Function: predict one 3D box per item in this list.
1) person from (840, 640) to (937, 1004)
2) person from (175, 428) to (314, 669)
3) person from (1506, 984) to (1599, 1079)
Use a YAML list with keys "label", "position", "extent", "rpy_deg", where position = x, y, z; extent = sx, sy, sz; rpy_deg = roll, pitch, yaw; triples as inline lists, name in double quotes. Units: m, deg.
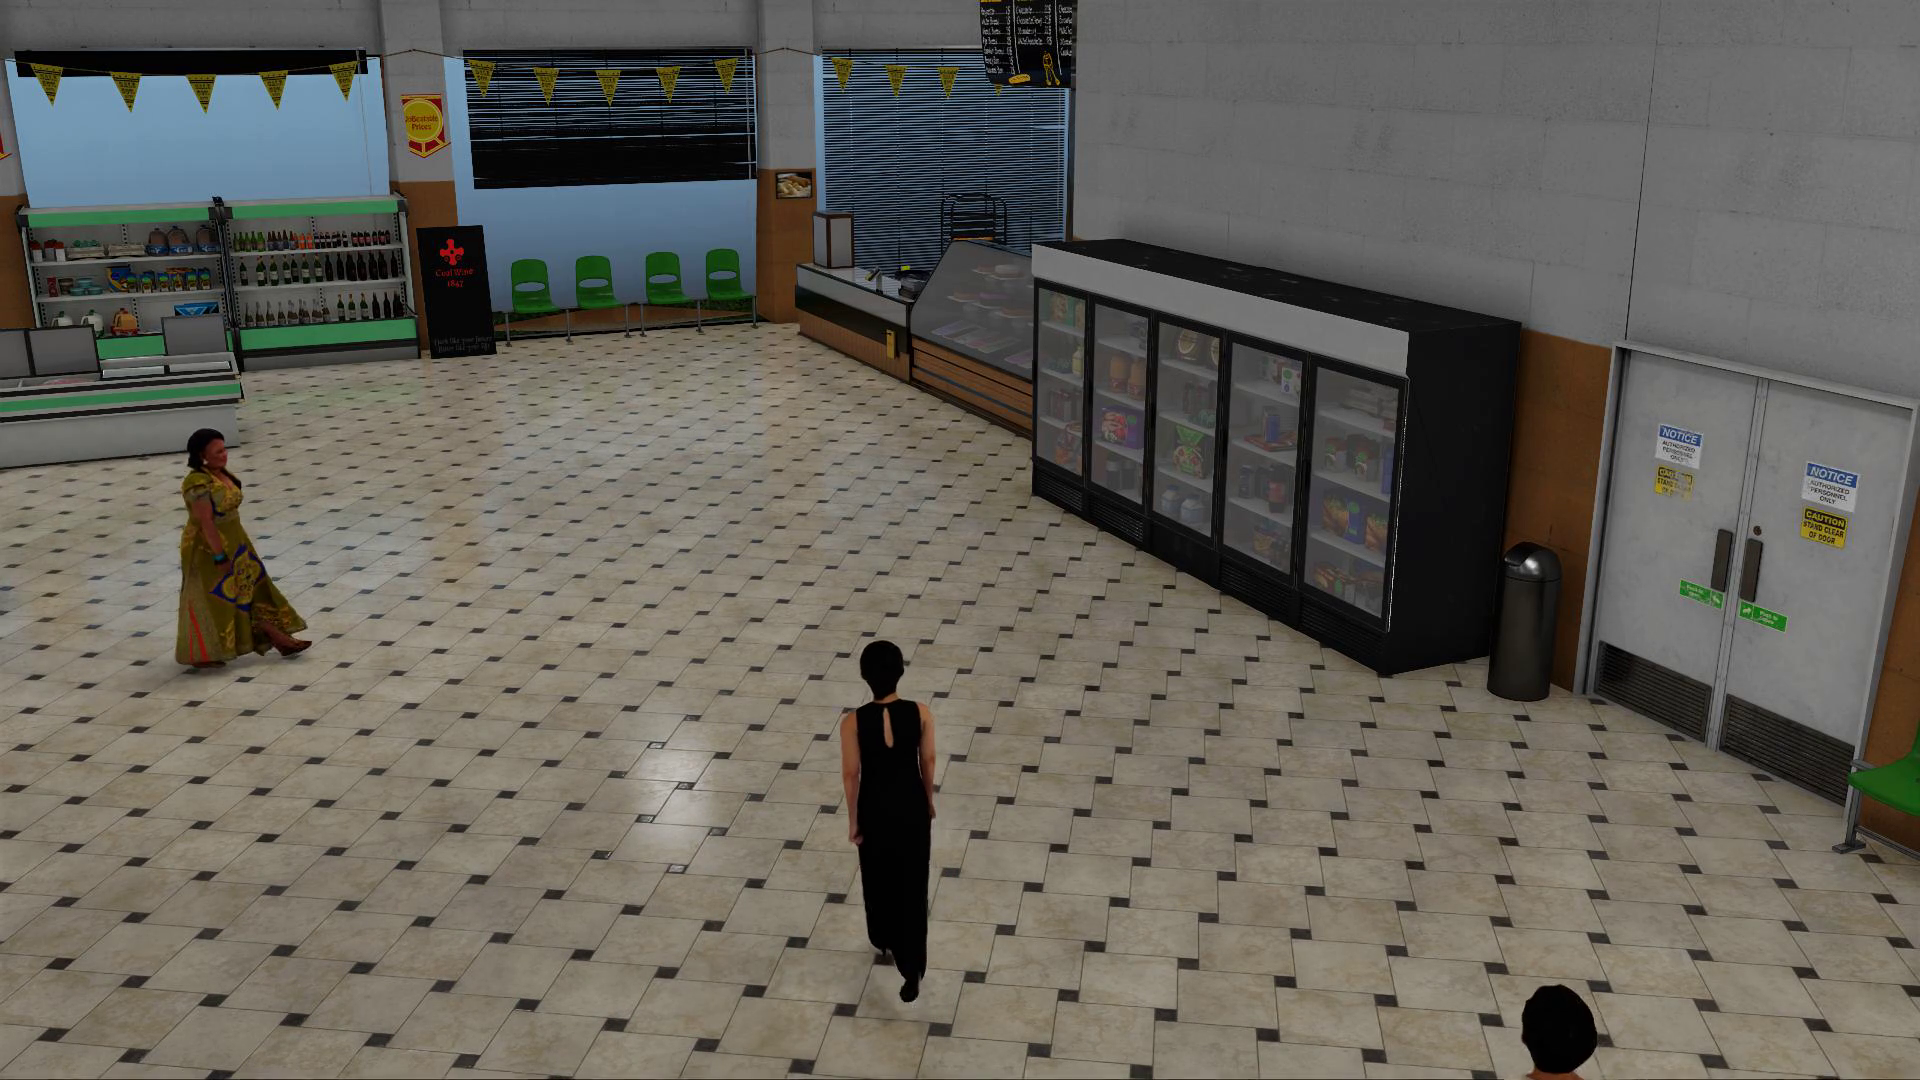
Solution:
- label: "person"
  position: [-0.285, 1.242, 7.222]
  extent: [0.995, 1.573, 0.837]
  rpy_deg: [-2, 17, -6]
- label: "person"
  position: [-4.975, 0.083, 10.942]
  extent: [1.215, 1.627, 1.038]
  rpy_deg: [-1, 17, -2]
- label: "person"
  position: [1.646, 2.035, 4.654]
  extent: [1.034, 1.547, 1.022]
  rpy_deg: [3, 17, 11]
